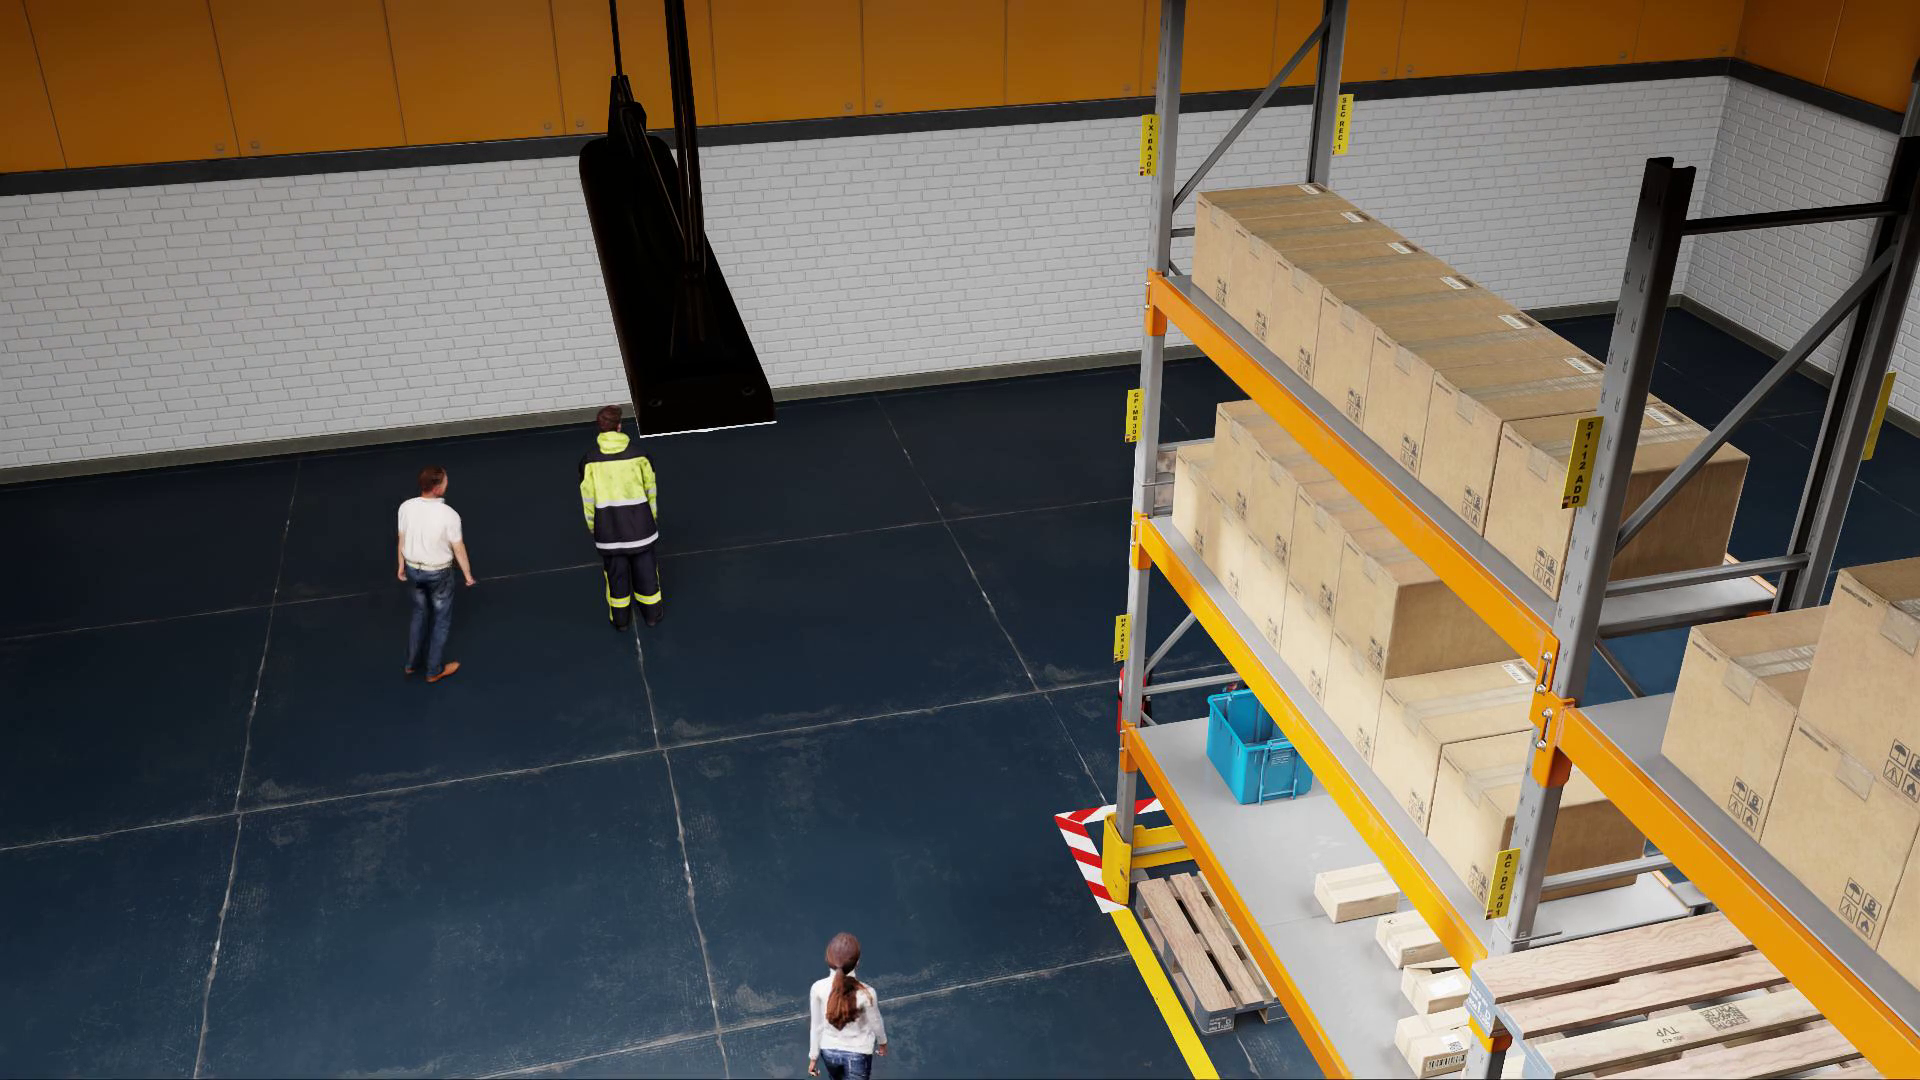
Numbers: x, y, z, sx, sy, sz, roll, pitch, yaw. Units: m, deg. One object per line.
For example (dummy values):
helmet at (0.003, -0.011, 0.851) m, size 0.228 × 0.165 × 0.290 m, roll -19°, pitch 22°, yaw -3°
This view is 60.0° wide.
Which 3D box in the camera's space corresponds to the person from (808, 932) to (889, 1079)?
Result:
person at (-0.613, 2.780, 8.748) m, size 0.863 × 1.506 × 1.163 m, roll 4°, pitch 29°, yaw 8°

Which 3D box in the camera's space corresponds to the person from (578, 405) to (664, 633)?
person at (-2.774, -0.174, 13.671) m, size 0.751 × 1.978 × 0.608 m, roll -7°, pitch 29°, yaw -12°

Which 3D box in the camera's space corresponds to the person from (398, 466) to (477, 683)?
person at (-4.175, 0.301, 12.973) m, size 0.853 × 1.812 × 0.839 m, roll 2°, pitch 29°, yaw 3°
